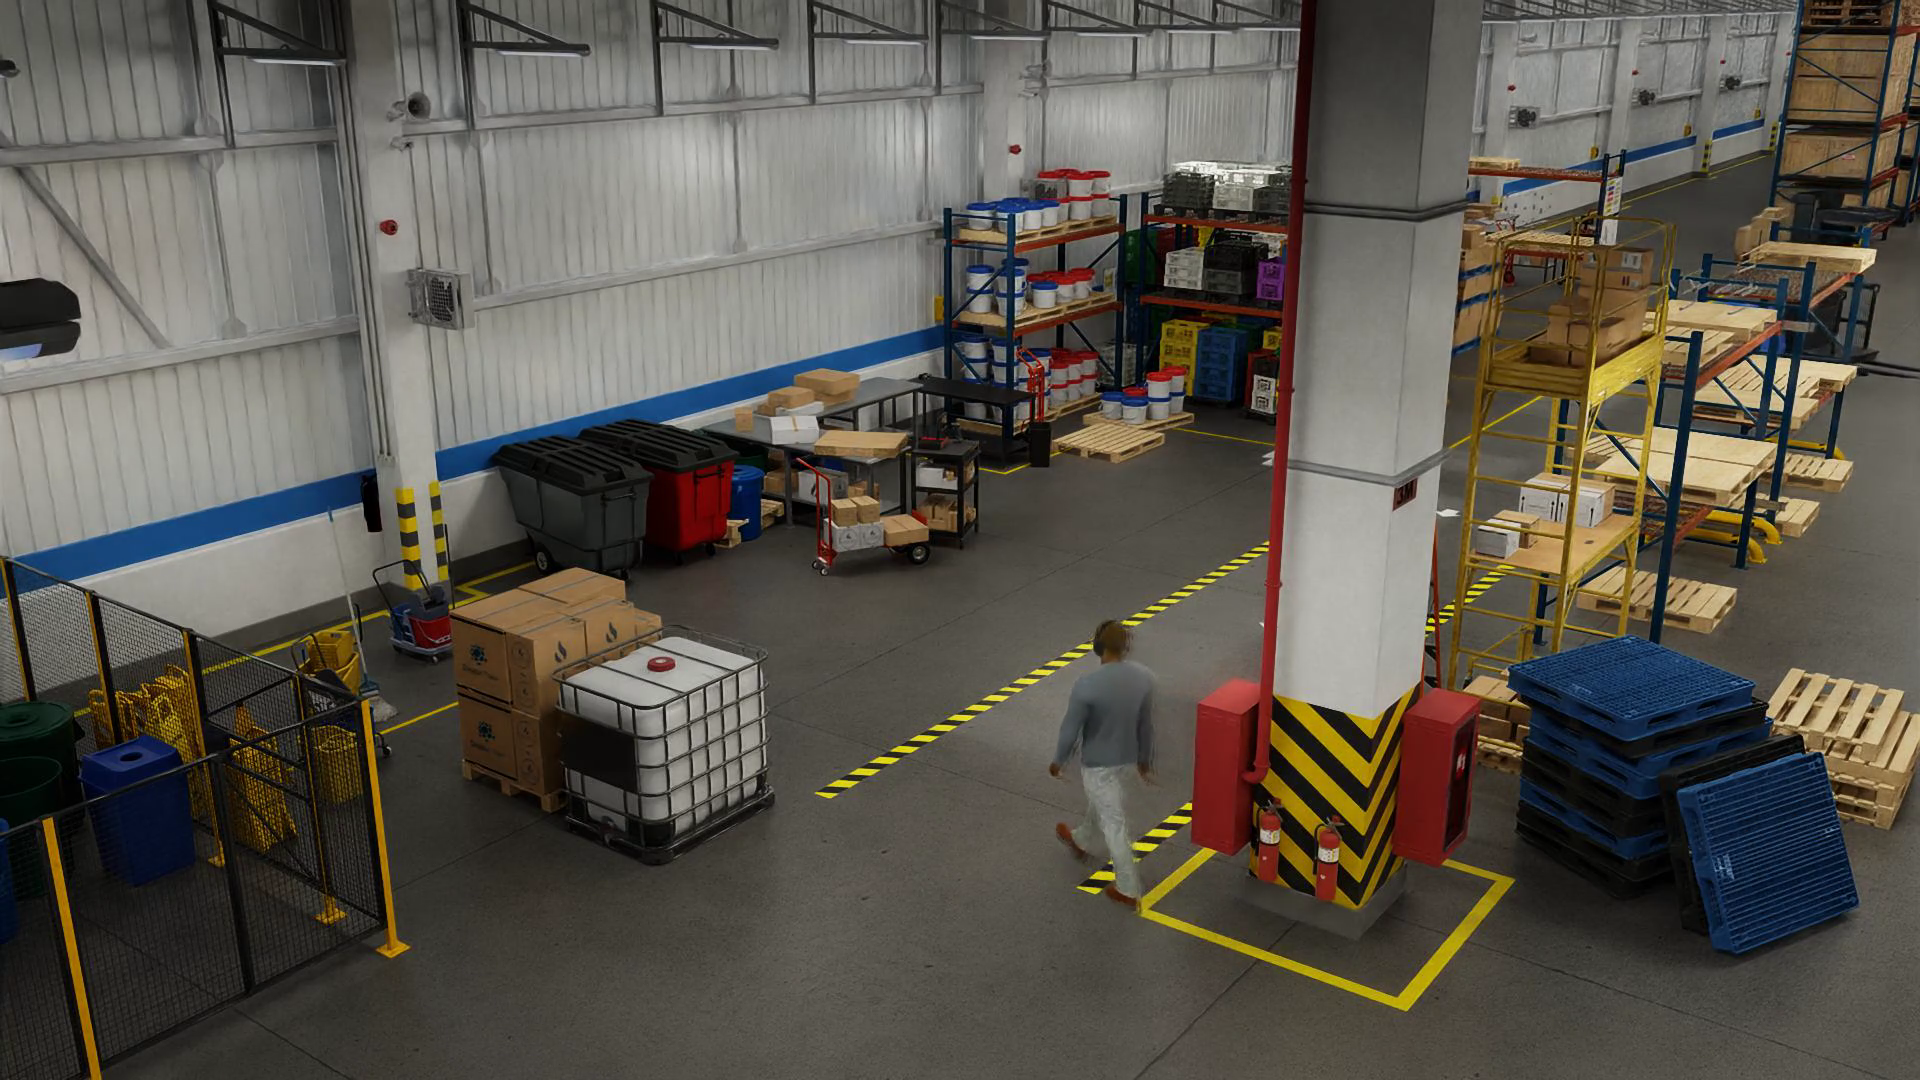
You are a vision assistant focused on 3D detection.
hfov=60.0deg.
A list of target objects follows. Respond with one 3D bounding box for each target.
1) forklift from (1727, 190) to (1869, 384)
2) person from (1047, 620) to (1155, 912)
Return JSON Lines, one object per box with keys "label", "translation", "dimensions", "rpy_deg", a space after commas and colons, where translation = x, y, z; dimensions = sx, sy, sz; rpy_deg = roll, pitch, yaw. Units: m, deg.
{"label": "forklift", "translation": [13.120, -3.988, 25.824], "dimensions": [1.129, 2.768, 1.873], "rpy_deg": [-13, 22, -34]}
{"label": "person", "translation": [0.909, 1.404, 10.891], "dimensions": [0.635, 1.884, 1.014], "rpy_deg": [-13, 22, -35]}
